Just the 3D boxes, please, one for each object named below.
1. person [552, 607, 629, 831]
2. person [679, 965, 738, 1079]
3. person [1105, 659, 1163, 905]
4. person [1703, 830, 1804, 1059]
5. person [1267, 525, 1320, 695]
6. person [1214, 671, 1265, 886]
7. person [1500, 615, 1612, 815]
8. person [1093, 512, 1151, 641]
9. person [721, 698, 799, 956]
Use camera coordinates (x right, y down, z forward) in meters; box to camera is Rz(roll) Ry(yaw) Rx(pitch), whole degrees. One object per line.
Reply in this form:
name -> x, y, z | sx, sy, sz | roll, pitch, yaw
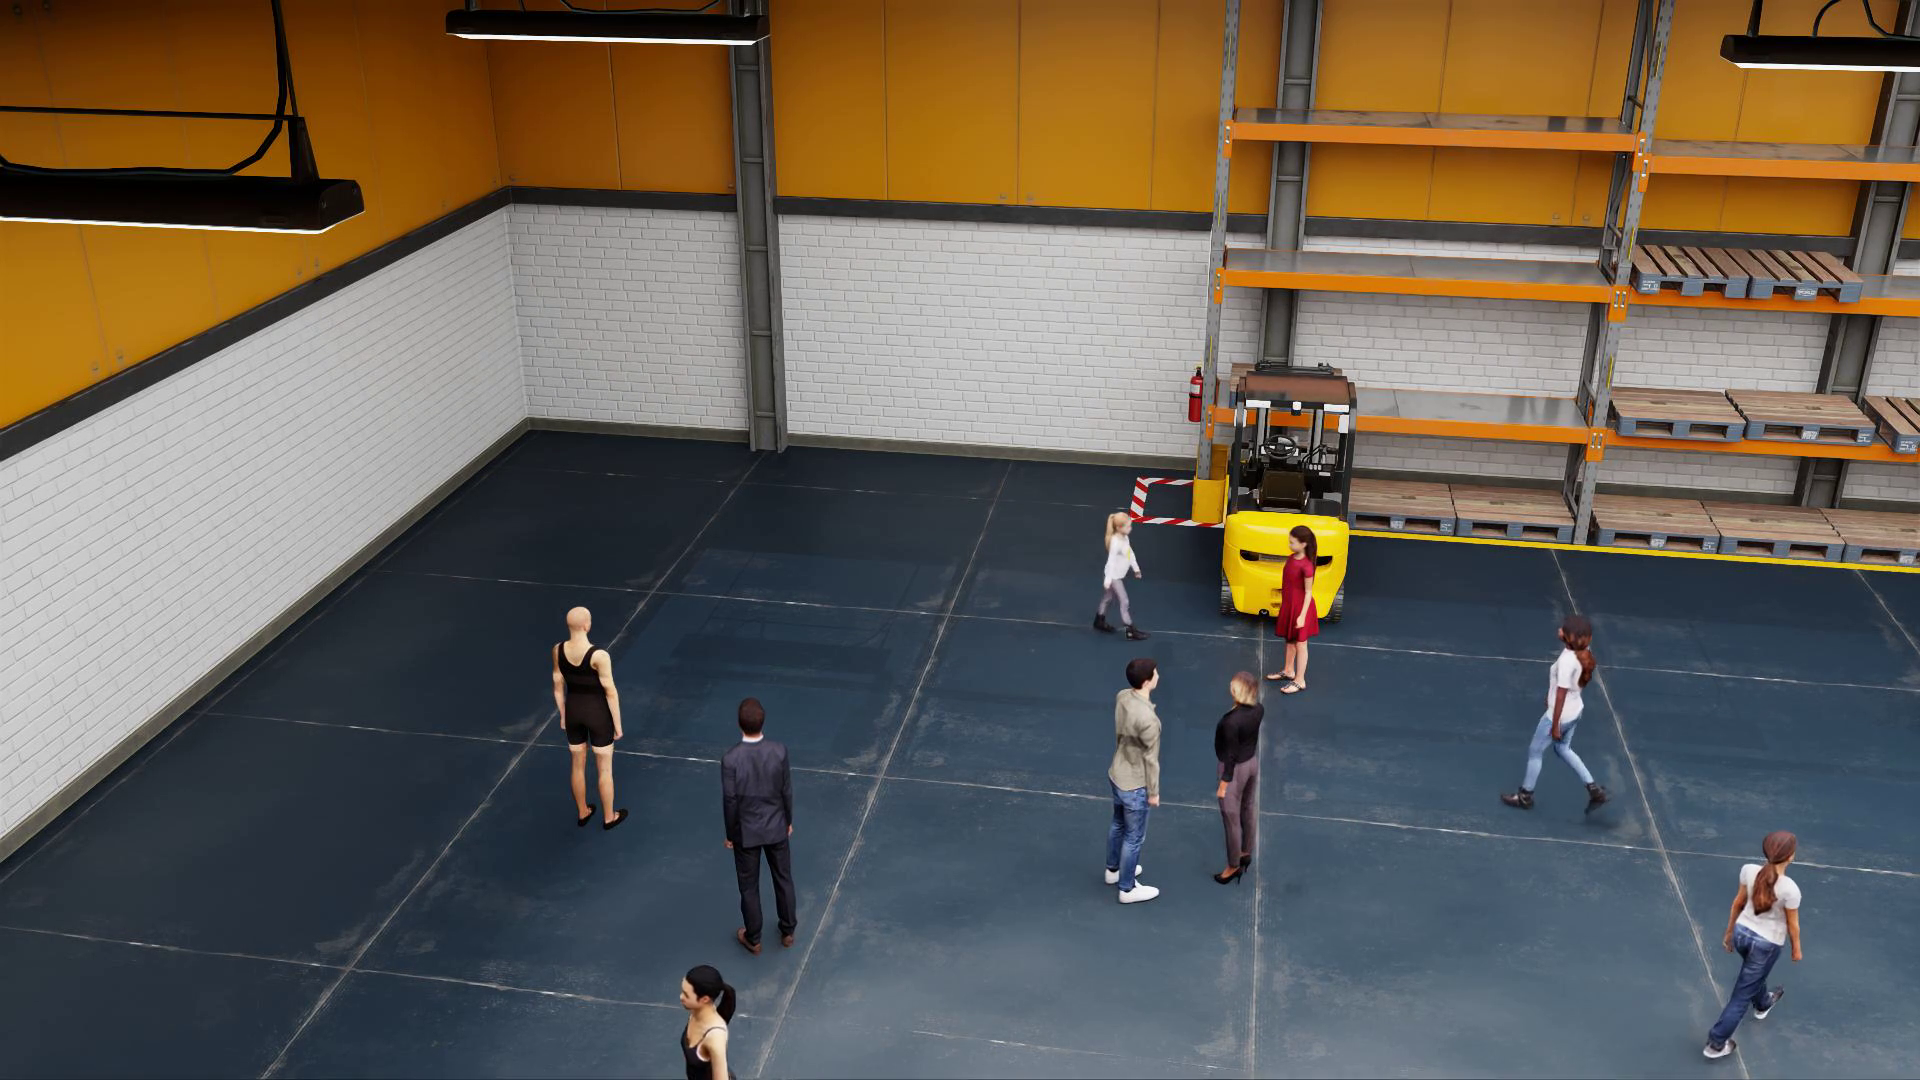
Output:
person -> -2.799, 1.332, 12.470 | 0.468, 1.814, 0.736 | 7, 25, 15
person -> -1.209, 2.970, 8.854 | 1.030, 1.708, 0.879 | -10, 25, -21
person -> 1.196, 1.668, 11.642 | 0.753, 1.862, 0.773 | -8, 25, -17
person -> 4.835, 2.500, 10.168 | 1.092, 1.518, 0.939 | -11, 26, -24
person -> 2.949, 0.574, 14.527 | 0.720, 1.556, 0.661 | -7, 25, -17
person -> 1.986, 1.689, 11.832 | 0.690, 1.670, 0.685 | 17, 29, 34
person -> 4.617, 1.343, 12.583 | 1.093, 1.703, 0.926 | 18, 29, 35
person -> 1.386, 0.319, 15.485 | 0.812, 1.254, 0.563 | 6, 24, 14
person -> -1.340, 1.910, 11.081 | 0.696, 1.867, 0.792 | -9, 25, -20
